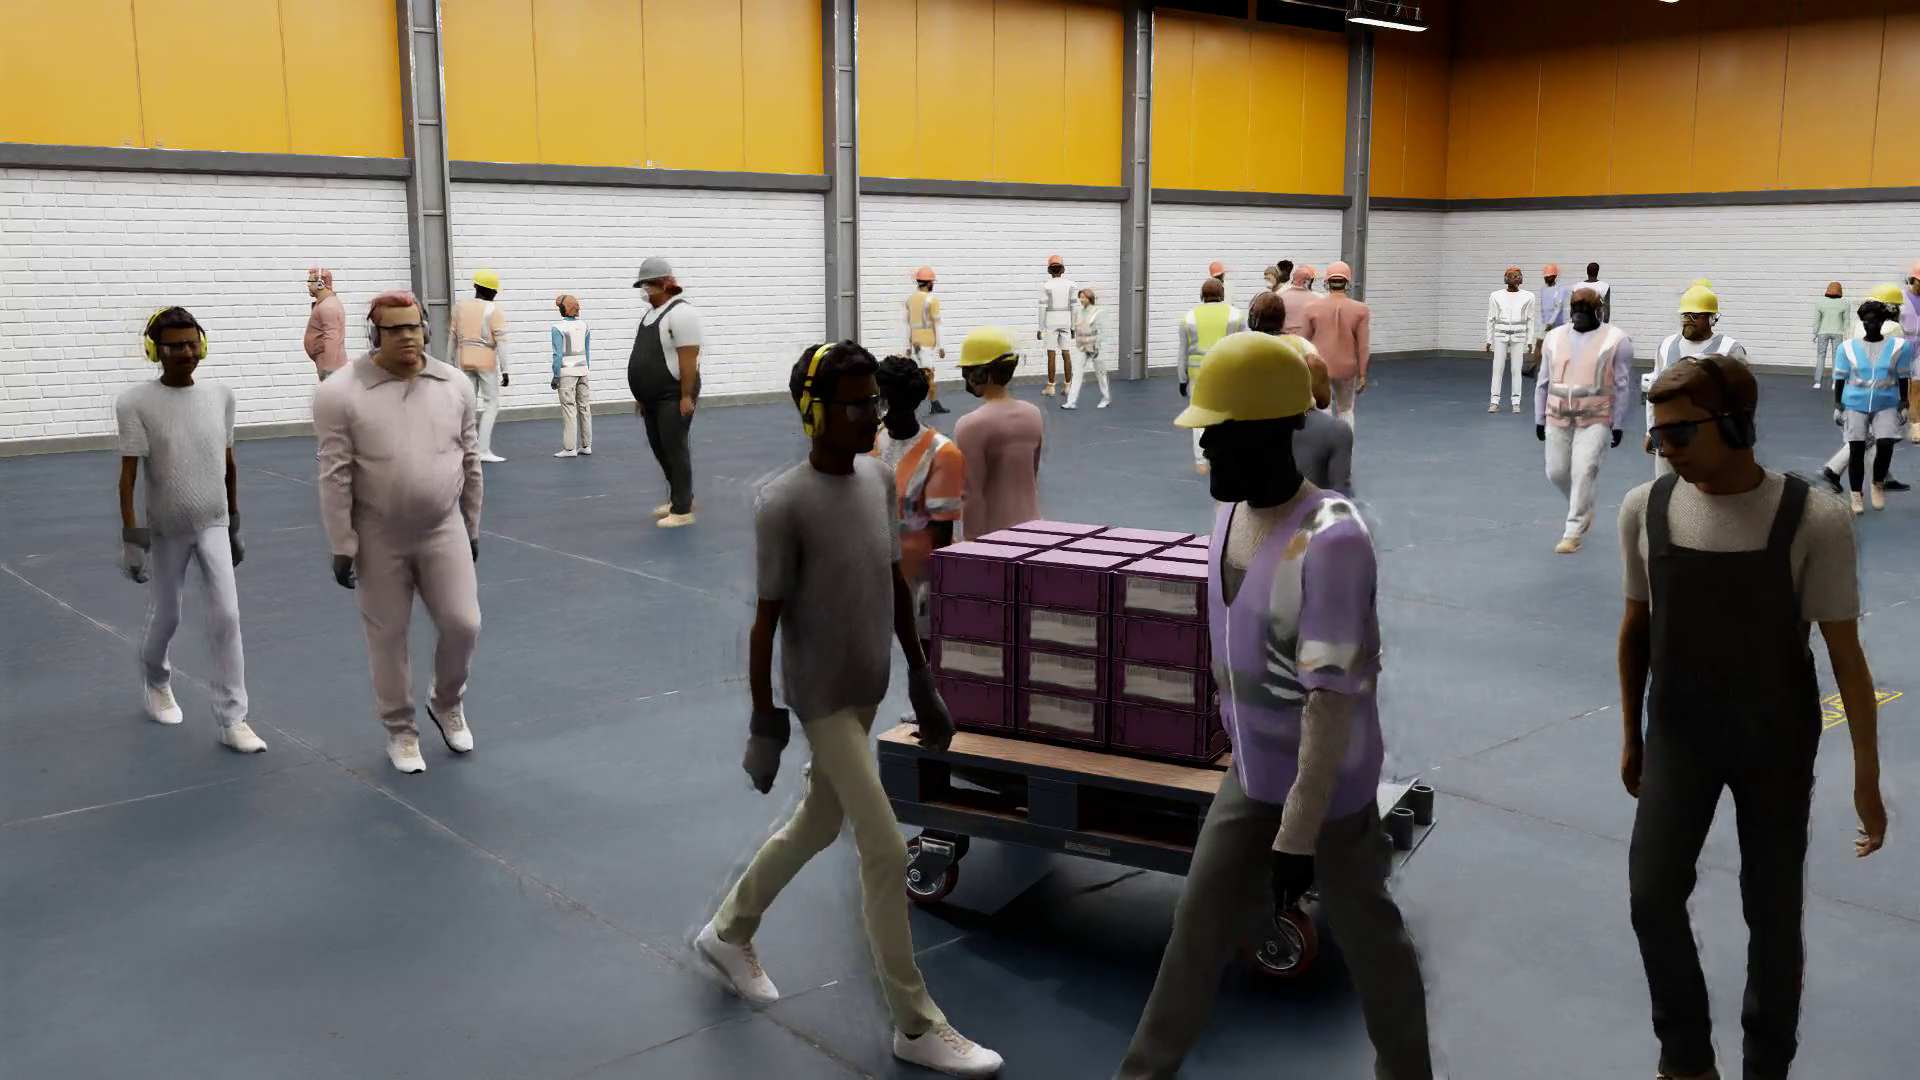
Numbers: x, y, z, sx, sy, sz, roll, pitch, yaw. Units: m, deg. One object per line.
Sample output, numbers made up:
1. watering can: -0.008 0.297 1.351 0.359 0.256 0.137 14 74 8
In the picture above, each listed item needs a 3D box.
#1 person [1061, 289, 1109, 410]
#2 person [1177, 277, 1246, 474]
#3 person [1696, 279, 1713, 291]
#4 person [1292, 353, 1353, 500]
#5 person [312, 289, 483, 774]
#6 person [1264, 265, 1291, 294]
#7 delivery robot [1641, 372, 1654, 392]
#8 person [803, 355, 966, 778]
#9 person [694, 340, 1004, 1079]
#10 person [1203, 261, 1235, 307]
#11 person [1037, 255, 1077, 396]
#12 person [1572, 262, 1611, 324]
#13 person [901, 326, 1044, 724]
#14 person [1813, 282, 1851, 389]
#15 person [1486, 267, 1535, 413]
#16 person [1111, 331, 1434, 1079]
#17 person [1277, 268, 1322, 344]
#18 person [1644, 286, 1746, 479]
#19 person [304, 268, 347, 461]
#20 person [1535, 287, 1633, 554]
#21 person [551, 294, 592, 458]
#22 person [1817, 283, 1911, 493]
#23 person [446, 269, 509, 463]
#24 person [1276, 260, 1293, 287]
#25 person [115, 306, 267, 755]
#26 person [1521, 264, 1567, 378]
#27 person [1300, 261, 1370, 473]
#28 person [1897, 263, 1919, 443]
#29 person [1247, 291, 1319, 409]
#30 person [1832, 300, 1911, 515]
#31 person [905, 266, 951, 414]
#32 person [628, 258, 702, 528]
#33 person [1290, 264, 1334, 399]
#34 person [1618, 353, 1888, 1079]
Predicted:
1. person: 1.704 -2.517 21.979 0.521 1.594 0.860 8 13 40
2. person: 2.317 -1.503 15.356 0.639 1.826 0.471 2 10 12
3. person: 10.281 -2.765 23.111 0.889 1.695 0.502 -3 10 -18
4. person: 1.518 -0.054 7.582 0.506 1.585 0.851 3 10 16
5. person: -2.153 -0.021 6.498 0.642 1.895 0.423 -6 11 -31
6. person: 4.025 -2.463 20.757 0.557 1.907 0.661 -5 11 -28
7. delivery robot: 9.442 -2.108 22.341 0.477 0.478 0.707 1 9 2
8. person: -0.265 0.127 6.318 0.589 1.643 0.820 8 12 38
9. person: -0.336 0.396 4.261 0.979 1.831 0.520 5 11 27
10. person: 4.105 -3.383 26.043 0.791 1.943 0.451 -7 12 -34
11. person: 1.394 -3.100 24.105 0.605 2.036 0.393 -3 10 -19
12. person: 10.215 -3.531 26.967 0.593 1.920 0.391 4 11 24
13. person: 0.107 -0.004 6.876 0.546 1.736 0.809 -9 13 -43
14. person: 13.289 -3.118 25.387 0.500 1.633 0.280 5 11 29
15. person: 7.096 -2.575 21.474 0.584 1.882 0.345 3 10 19
16. person: 0.655 0.492 3.571 1.028 1.860 0.599 -3 10 -19
17. person: 3.929 -2.245 19.543 0.653 1.877 0.431 0 10 -2
18. person: 4.678 -0.705 10.674 0.404 1.833 0.588 -9 14 -44
19. person: -6.299 -1.743 16.537 0.399 1.909 0.642 -3 10 -18
20. person: 4.312 -0.843 11.529 0.636 1.818 0.746 8 13 40
21. person: -3.912 -1.647 16.757 0.308 1.640 0.511 5 11 28
22. person: 7.758 -1.285 14.161 0.855 1.802 0.599 0 10 -1
23. person: -4.741 -1.707 16.364 0.725 1.904 0.420 4 10 20
24. person: 5.108 -3.418 26.164 0.361 1.964 0.613 1 10 5
25. person: -3.257 -0.062 6.944 0.964 1.829 0.535 9 13 44
26. person: 9.777 -3.615 27.587 0.973 1.879 0.531 -6 11 -32
27. person: 3.404 -1.549 15.233 0.616 1.971 0.702 1 10 6
28. person: 10.410 -2.071 18.315 0.671 1.981 1.075 1 10 7
29. person: 1.777 -0.550 9.842 0.632 1.813 0.832 -2 10 -9
30. person: 7.089 -1.025 12.974 0.549 1.678 0.372 5 11 27
31. person: -0.497 -2.512 21.080 0.942 1.911 0.552 -8 13 -40
32. person: -2.218 -1.136 12.588 0.578 2.000 0.746 -6 11 -32
33. person: 4.309 -2.451 20.619 0.605 1.924 0.569 1 10 3
34. person: 1.755 0.496 3.736 0.633 1.812 0.537 7 12 36
